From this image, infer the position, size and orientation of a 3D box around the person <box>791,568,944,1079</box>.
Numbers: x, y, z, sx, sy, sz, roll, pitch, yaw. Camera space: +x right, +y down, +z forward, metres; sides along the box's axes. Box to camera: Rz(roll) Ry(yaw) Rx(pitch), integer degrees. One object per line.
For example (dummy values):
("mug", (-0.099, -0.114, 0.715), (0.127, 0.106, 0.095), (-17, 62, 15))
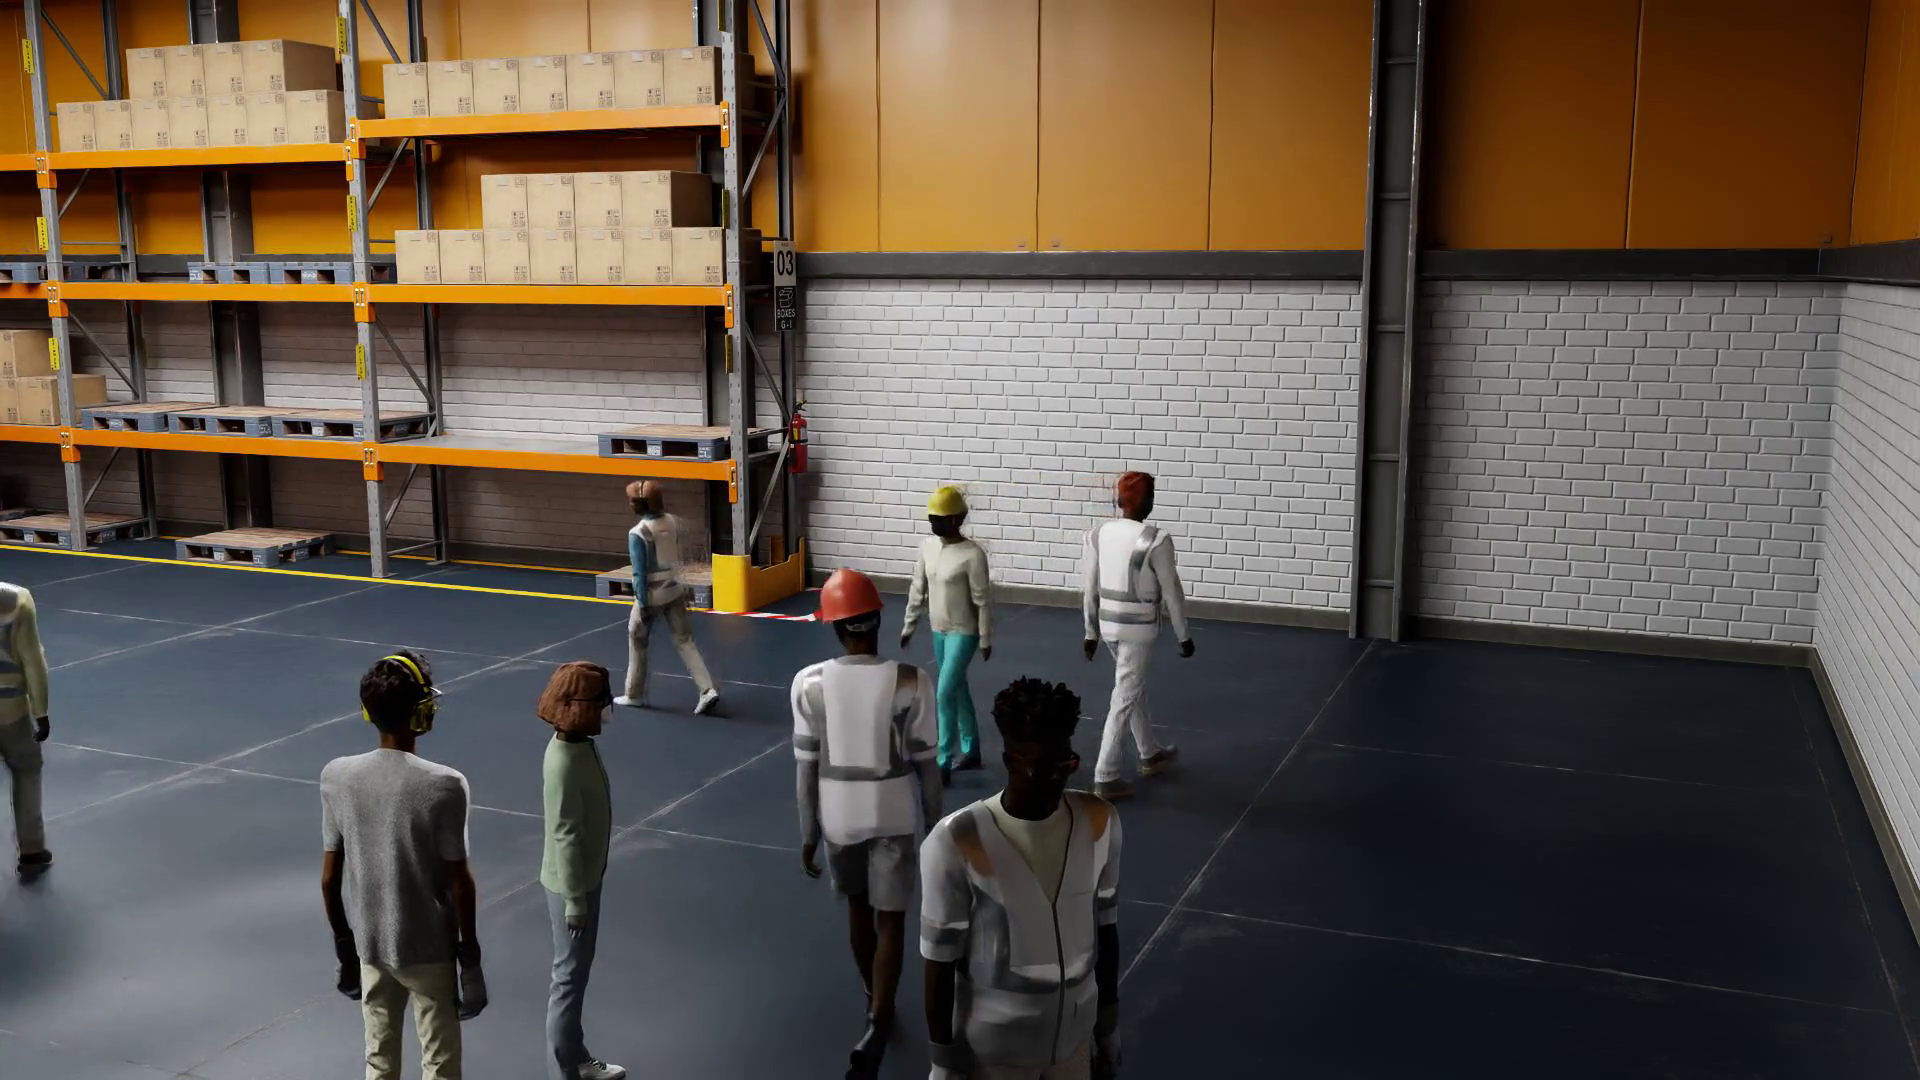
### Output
("person", (-0.351, 1.058, 6.207), (0.565, 1.896, 0.920), (1, 9, 5))

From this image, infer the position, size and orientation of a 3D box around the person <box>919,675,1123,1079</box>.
("person", (0.177, 1.311, 4.460), (0.607, 1.958, 0.378), (-5, 11, -29))

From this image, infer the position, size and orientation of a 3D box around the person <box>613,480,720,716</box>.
("person", (-1.986, 0.383, 11.149), (0.823, 1.599, 0.515), (6, 11, 32))

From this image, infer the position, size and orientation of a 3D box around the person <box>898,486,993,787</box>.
("person", (-0.114, 0.557, 9.692), (0.751, 1.740, 0.535), (-8, 12, -39))

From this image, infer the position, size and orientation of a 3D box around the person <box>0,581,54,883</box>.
("person", (-4.720, 0.798, 8.055), (0.615, 1.787, 0.645), (-3, 10, -15))

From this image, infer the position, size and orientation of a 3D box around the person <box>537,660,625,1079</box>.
("person", (-1.353, 1.228, 5.932), (0.266, 1.631, 0.507), (-1, 9, -6))

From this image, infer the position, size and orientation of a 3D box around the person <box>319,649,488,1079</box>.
("person", (-1.672, 1.258, 5.047), (0.515, 1.868, 0.333), (2, 10, 14))

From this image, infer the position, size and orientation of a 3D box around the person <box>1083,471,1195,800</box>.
("person", (1.061, 0.526, 9.559), (0.936, 1.845, 0.582), (-7, 12, -38))
